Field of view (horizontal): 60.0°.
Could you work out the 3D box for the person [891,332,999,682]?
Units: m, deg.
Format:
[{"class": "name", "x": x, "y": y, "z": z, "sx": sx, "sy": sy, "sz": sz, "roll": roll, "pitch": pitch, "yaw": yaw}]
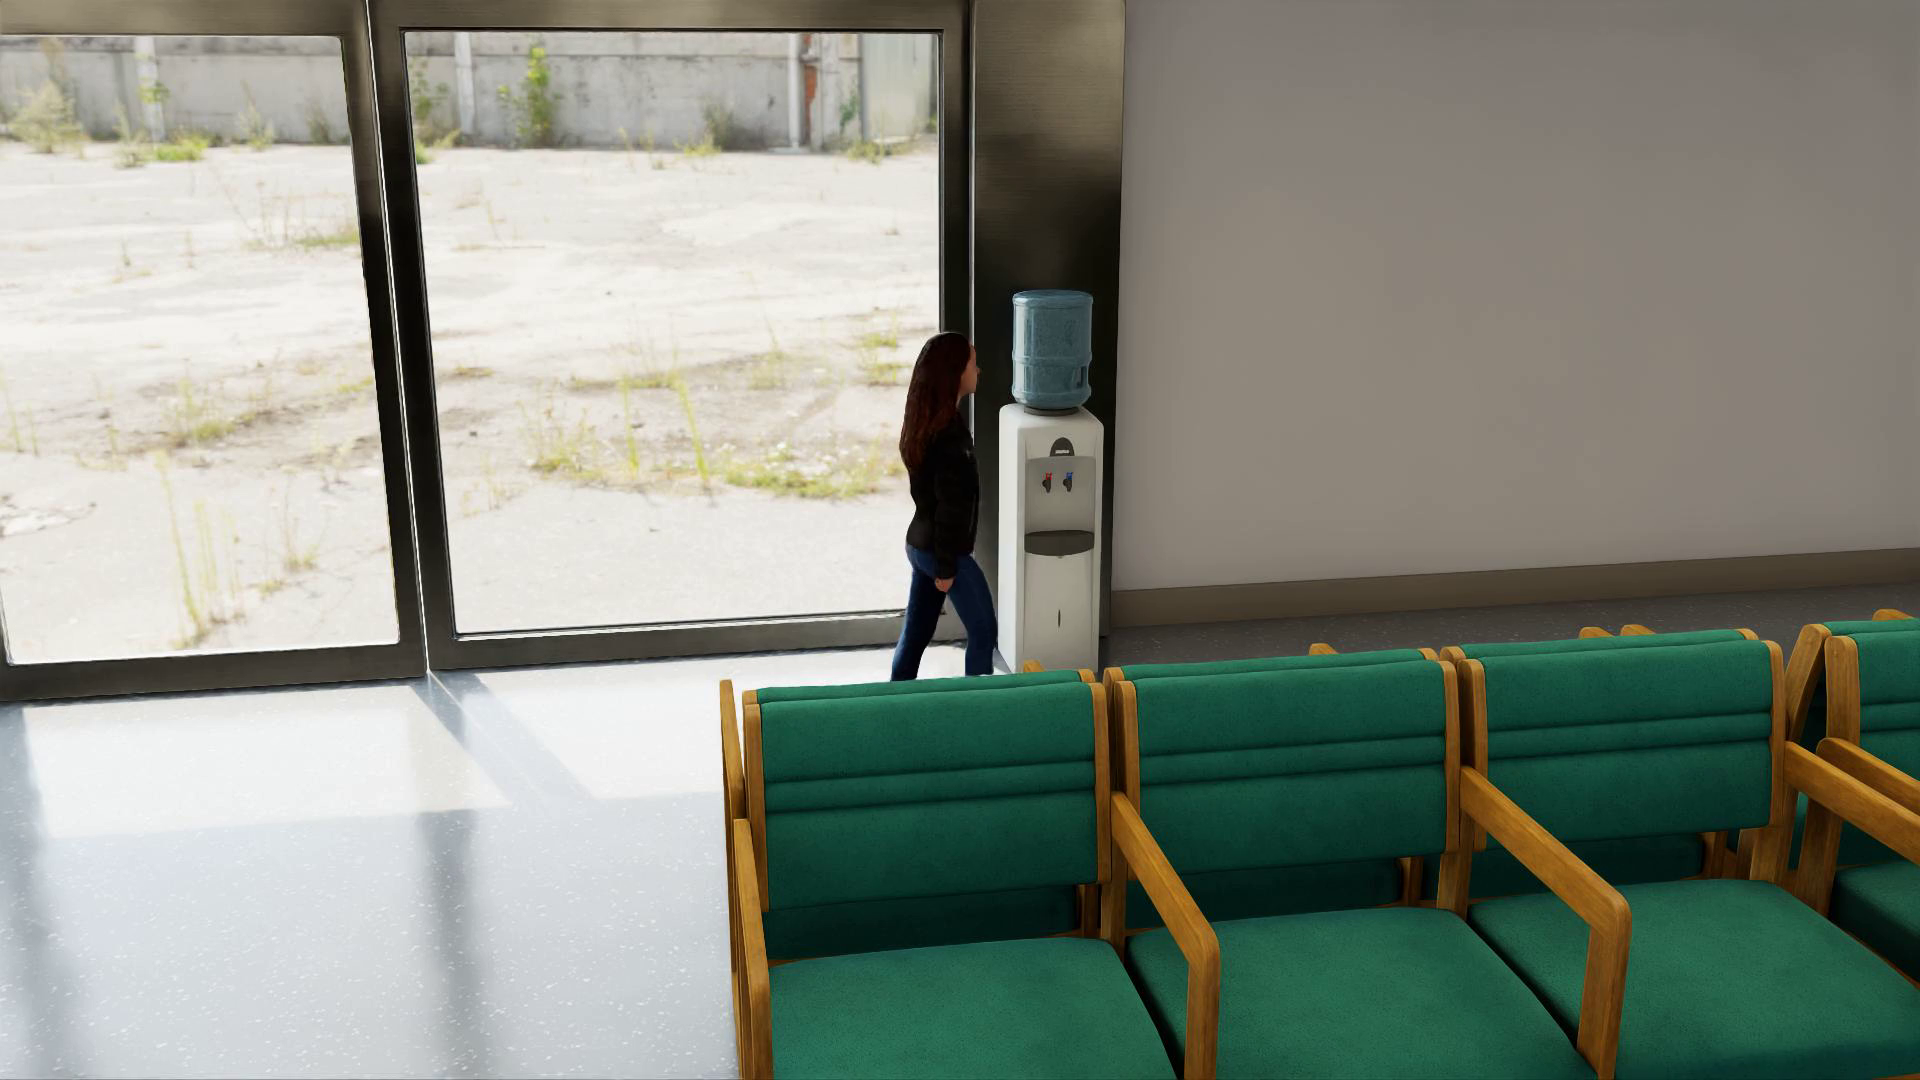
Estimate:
[{"class": "person", "x": -0.132, "y": 0.029, "z": 5.708, "sx": 0.709, "sy": 1.462, "sz": 0.720, "roll": -7, "pitch": 17, "yaw": -22}]
